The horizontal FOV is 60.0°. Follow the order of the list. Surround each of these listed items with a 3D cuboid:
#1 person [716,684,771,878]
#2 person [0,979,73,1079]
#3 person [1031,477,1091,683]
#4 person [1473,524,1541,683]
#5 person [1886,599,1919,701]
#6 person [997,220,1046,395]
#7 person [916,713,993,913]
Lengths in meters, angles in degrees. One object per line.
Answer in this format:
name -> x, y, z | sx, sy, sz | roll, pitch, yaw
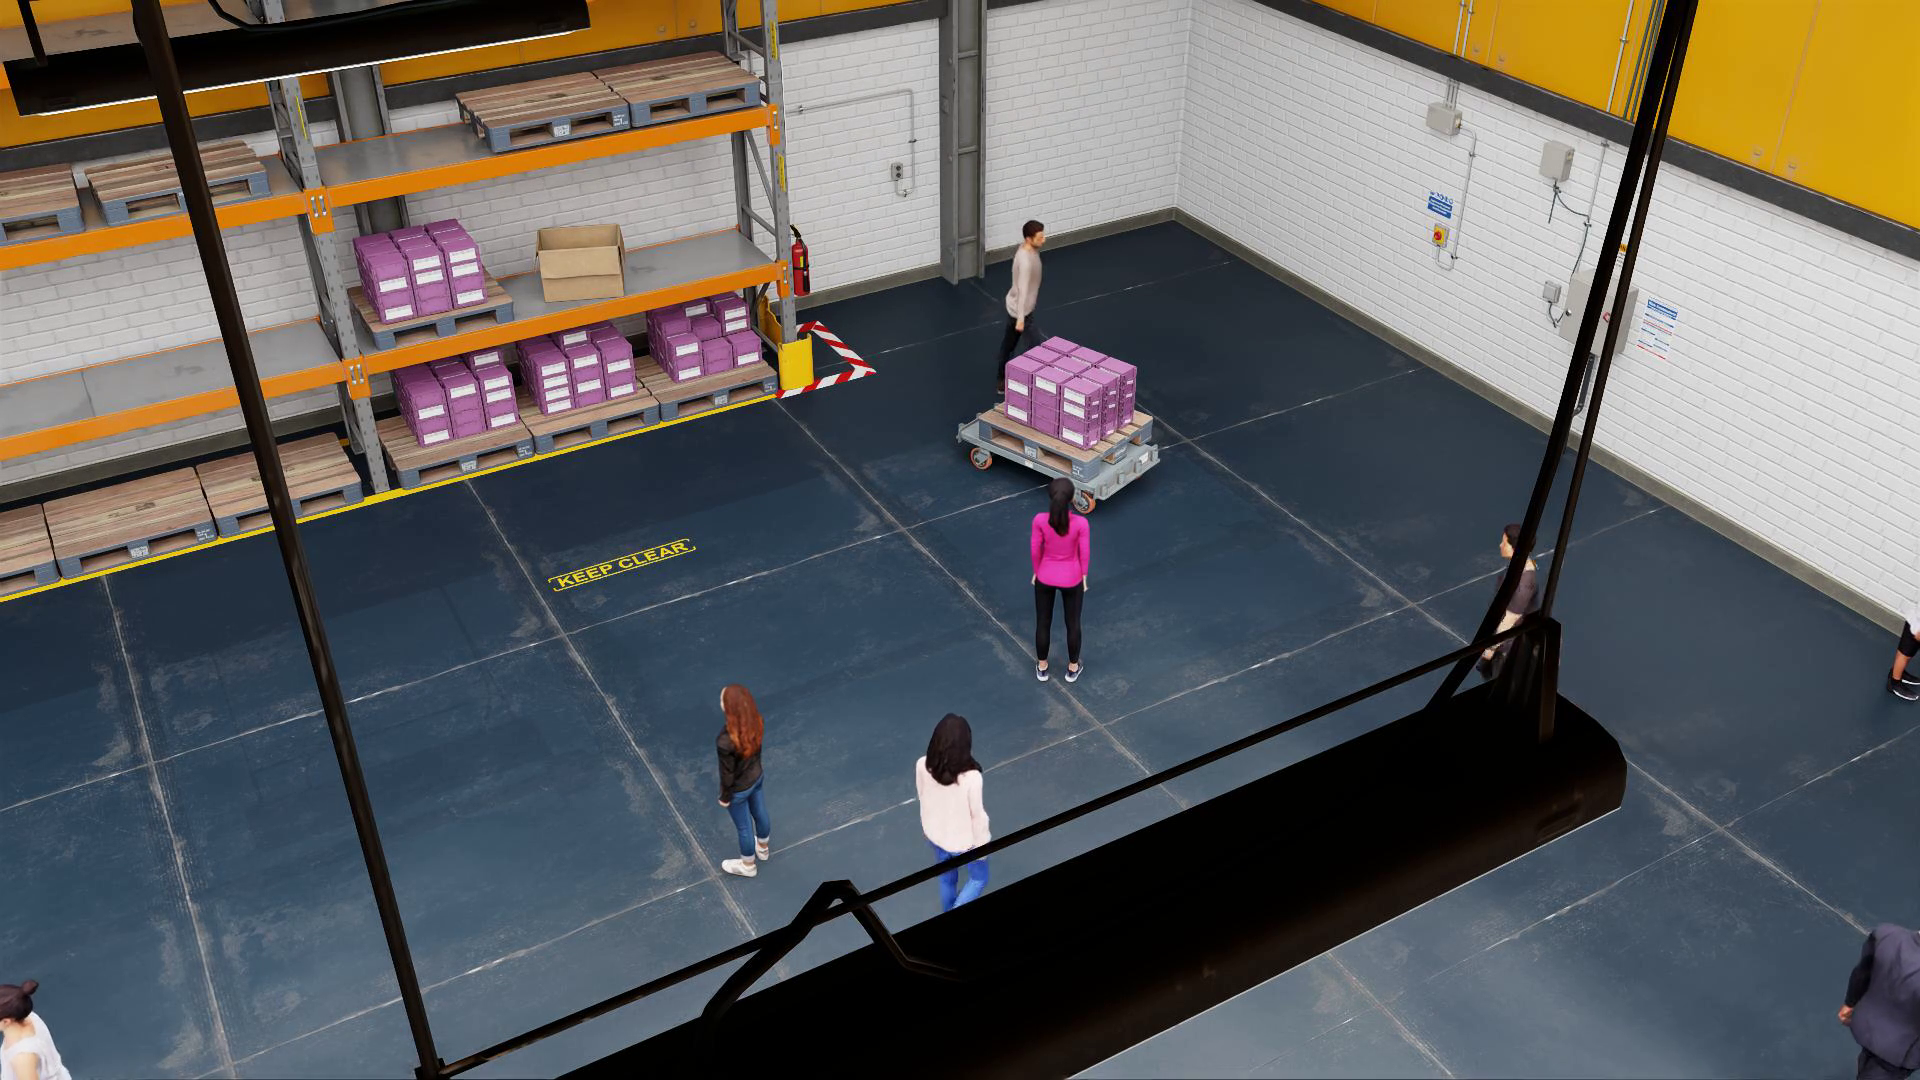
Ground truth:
person -> -1.360, 1.494, 10.448 | 0.700, 1.484, 0.604 | 16, 37, 23
person -> -4.512, 2.802, 8.393 | 0.975, 1.581, 0.558 | -18, 38, -25
person -> 0.719, 0.288, 12.069 | 0.671, 1.698, 0.744 | 5, 34, 8
person -> 3.876, 0.644, 11.534 | 0.778, 1.698, 0.735 | 4, 34, 6
person -> 6.991, 0.553, 12.065 | 0.621, 1.262, 0.534 | 22, 39, 29
person -> 0.507, -2.147, 15.615 | 0.938, 1.830, 0.925 | -3, 34, -4
person -> -0.081, 1.793, 9.749 | 0.838, 1.761, 0.935 | 22, 39, 29
